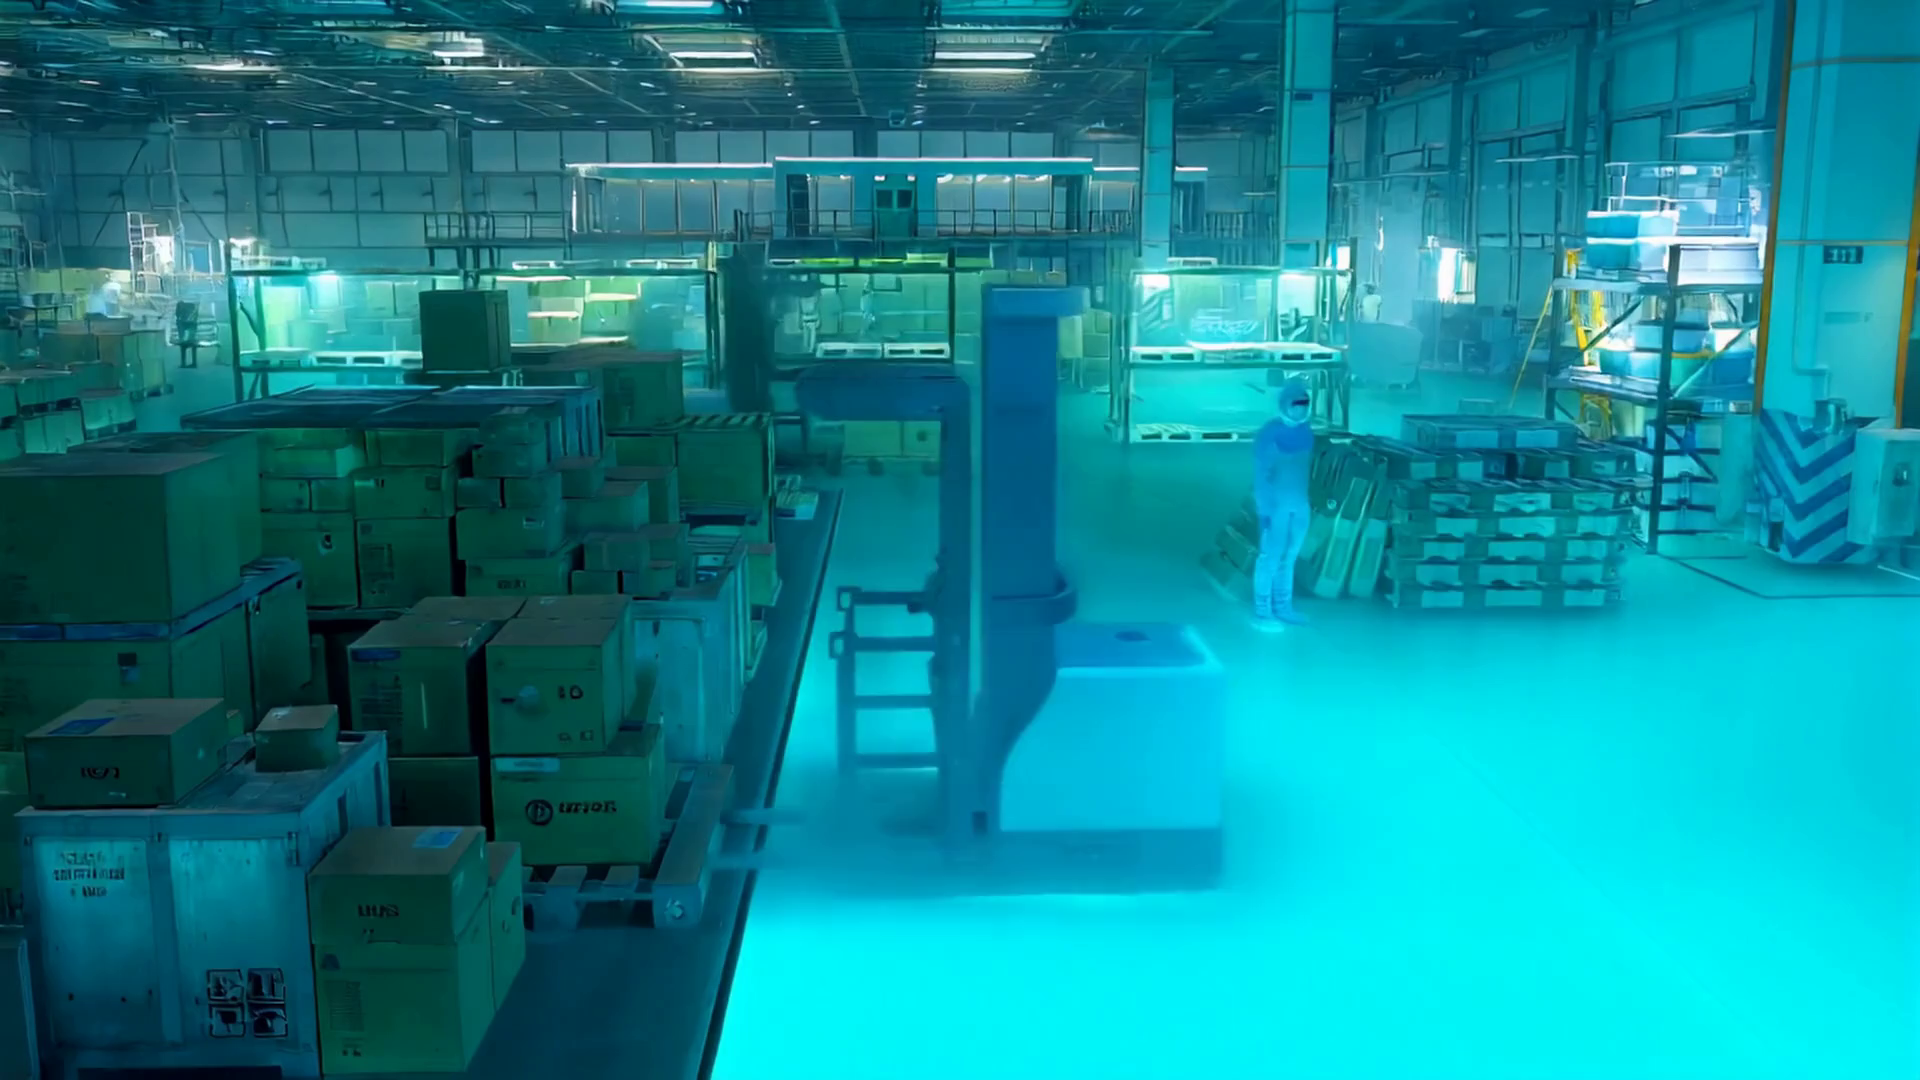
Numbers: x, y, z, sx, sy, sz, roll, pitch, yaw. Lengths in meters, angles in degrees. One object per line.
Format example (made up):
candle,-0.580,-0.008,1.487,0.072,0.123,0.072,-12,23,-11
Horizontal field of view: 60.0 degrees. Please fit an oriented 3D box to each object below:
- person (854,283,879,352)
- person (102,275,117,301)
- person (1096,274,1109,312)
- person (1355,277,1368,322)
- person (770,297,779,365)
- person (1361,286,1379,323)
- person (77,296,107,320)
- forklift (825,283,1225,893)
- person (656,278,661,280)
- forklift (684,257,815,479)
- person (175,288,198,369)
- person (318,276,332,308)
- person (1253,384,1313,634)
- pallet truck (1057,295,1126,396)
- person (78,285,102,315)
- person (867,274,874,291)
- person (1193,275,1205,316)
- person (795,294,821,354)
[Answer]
person,-2.456,-5.999,45.100,0.905,1.920,0.615,-6,12,-29
person,-29.327,-8.208,57.421,0.528,1.906,0.592,4,11,19
person,4.944,-8.269,57.772,0.391,1.910,0.582,-7,12,-35
person,13.698,-7.998,56.435,0.627,1.844,0.429,6,12,30
person,-4.822,-5.326,40.991,0.539,2.000,0.689,7,12,34
person,11.404,-6.151,46.201,0.536,1.830,0.959,5,11,26
person,-17.985,-4.109,34.573,0.627,1.920,1.012,-1,10,-3
forklift,0.292,0.172,8.022,1.873,2.768,1.129,0,10,-2
person,-9.920,-7.659,54.510,0.618,1.857,0.725,-6,12,-32
forklift,-2.851,-2.226,21.380,1.873,2.768,1.129,0,10,-2
person,-18.568,-5.060,39.871,0.550,1.911,0.774,-1,10,-5
person,-26.614,-10.284,69.612,0.936,1.672,0.500,1,10,7
person,2.531,-0.250,13.000,0.635,1.936,0.354,-9,13,-41
pallet truck,2.483,-3.881,33.060,1.885,1.965,0.823,-7,13,-36
person,-25.030,-6.450,47.958,0.880,1.777,0.603,6,12,31
person,-3.304,-8.485,58.920,0.551,1.925,0.446,-1,10,-7
person,9.277,-9.463,64.580,0.511,1.844,0.328,6,12,31
person,-3.887,-5.511,42.525,0.633,1.851,0.639,0,10,3
